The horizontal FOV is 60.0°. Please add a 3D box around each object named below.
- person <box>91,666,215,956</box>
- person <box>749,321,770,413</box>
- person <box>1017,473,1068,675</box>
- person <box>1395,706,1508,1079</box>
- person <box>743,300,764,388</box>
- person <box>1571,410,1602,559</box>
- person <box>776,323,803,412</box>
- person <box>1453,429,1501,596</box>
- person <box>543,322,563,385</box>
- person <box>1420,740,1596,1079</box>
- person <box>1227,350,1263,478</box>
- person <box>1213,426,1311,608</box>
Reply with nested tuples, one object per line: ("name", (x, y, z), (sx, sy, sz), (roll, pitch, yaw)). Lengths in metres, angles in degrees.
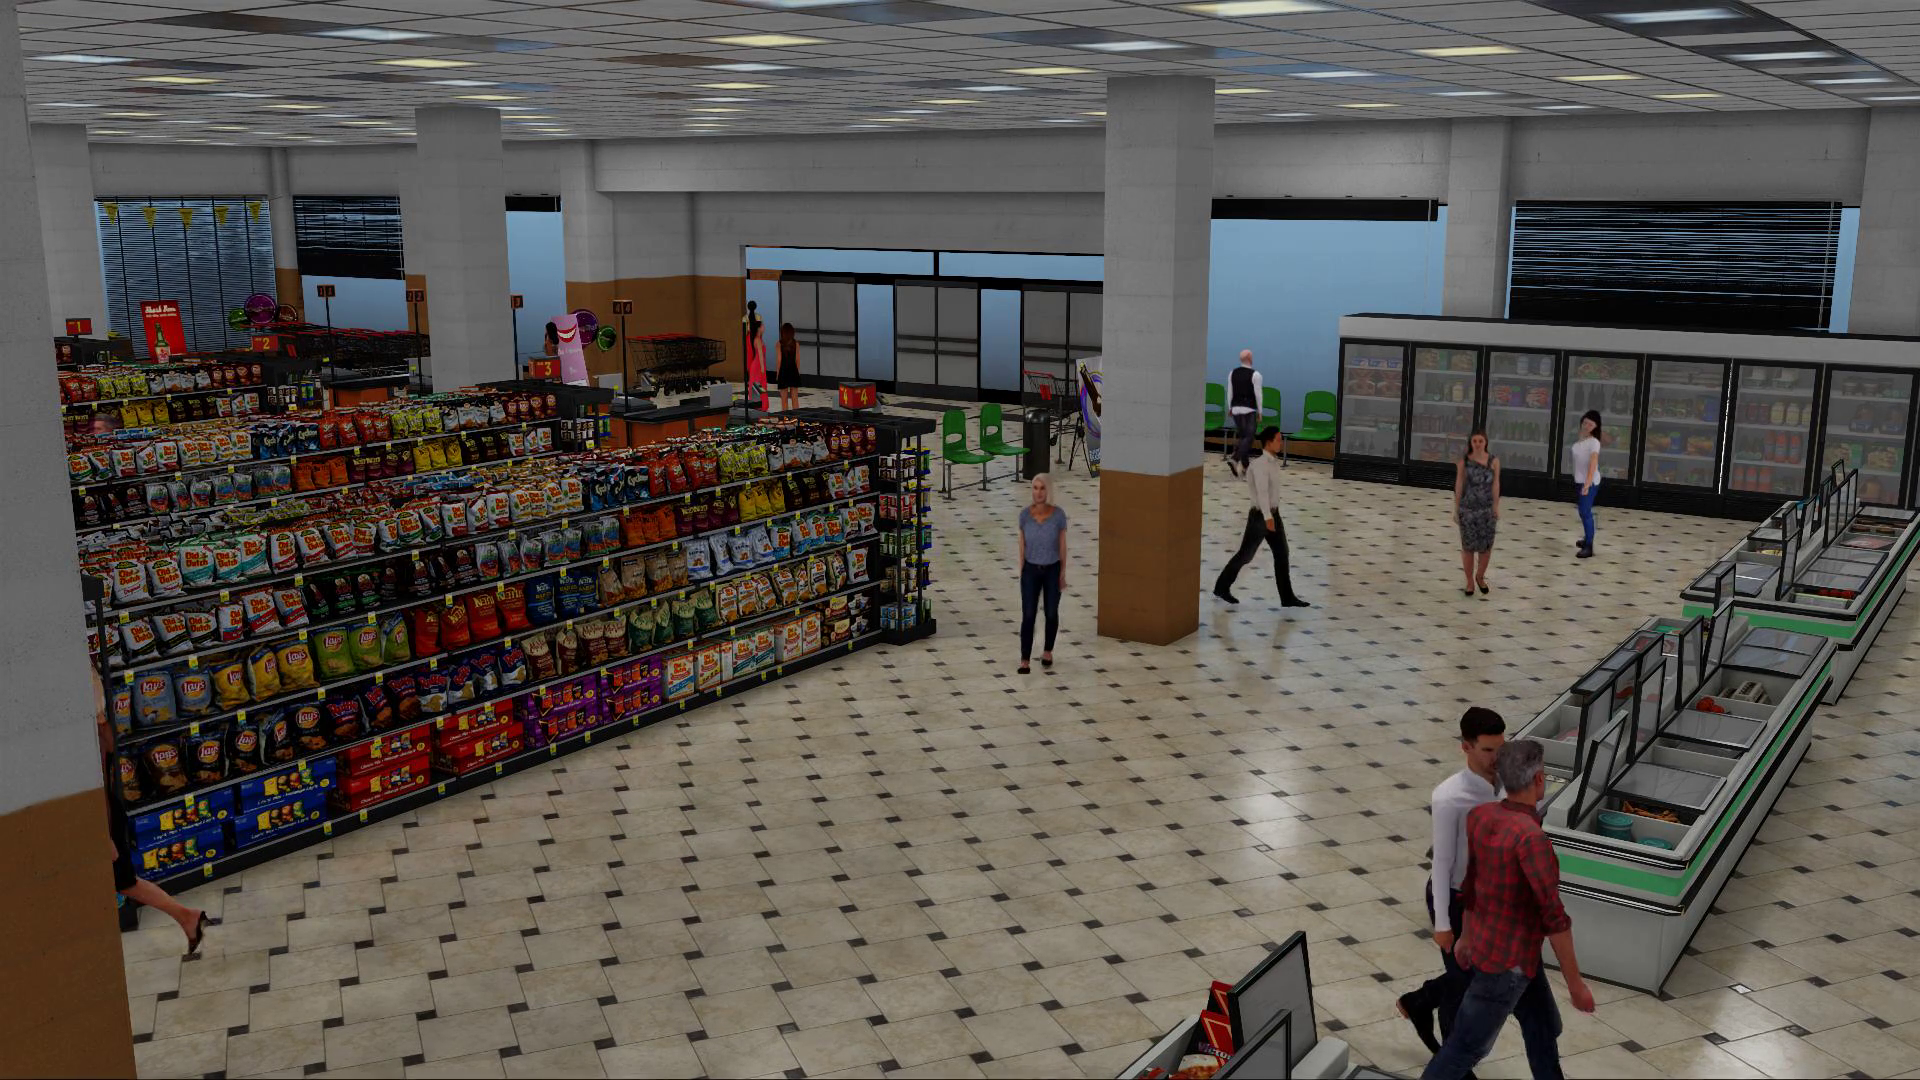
("person", (-4.290, 1.453, 8.454), (1.123, 1.722, 0.939), (-6, 13, -25))
("person", (-3.639, -3.103, 30.085), (0.749, 1.726, 0.715), (-4, 13, -19))
("person", (0.726, 0.276, 14.129), (0.844, 1.687, 1.103), (2, 12, 11))
("person", (2.219, 1.597, 7.470), (0.913, 1.846, 0.891), (-9, 15, -37))
("person", (-4.294, -4.076, 34.540), (0.631, 1.793, 0.736), (-5, 13, -23))
("person", (6.972, -0.610, 18.424), (0.951, 1.652, 0.764), (4, 12, 17))
("person", (-2.915, -2.765, 28.214), (0.630, 1.834, 0.727), (-5, 13, -22))
("person", (5.221, -0.288, 16.806), (0.680, 1.688, 0.680), (4, 12, 17))
("person", (-7.538, -3.217, 30.819), (0.784, 1.645, 0.640), (2, 12, 7))
("person", (2.179, 1.751, 6.915), (1.253, 1.773, 1.298), (1, 12, 4))
("person", (4.005, -1.769, 23.573), (0.769, 1.798, 1.161), (10, 16, 40))
("person", (2.850, -0.191, 16.157), (0.762, 1.766, 1.122), (7, 14, 31))
